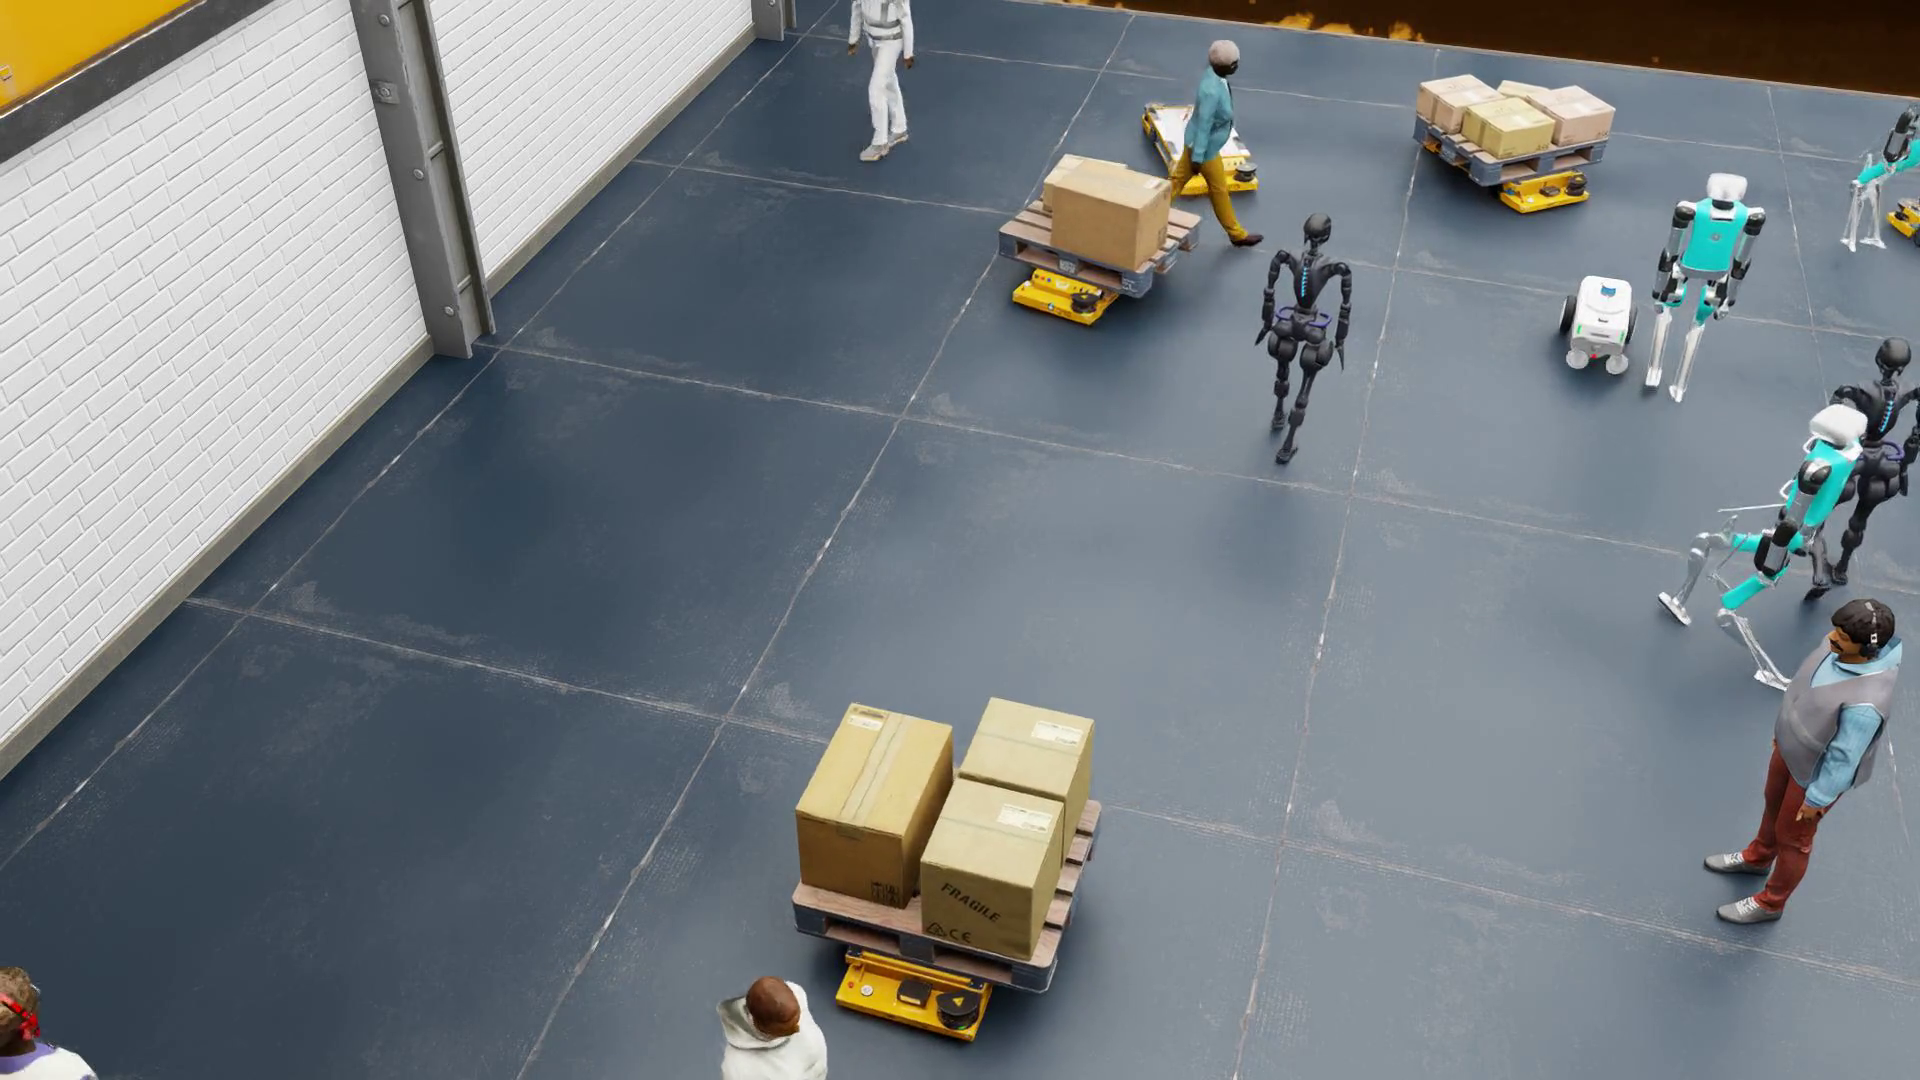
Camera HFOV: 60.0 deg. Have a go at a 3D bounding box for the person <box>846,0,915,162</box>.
[{"bbox_3d":[-0.715,-4.102,13.834,0.748,1.857,0.570,-24,45,-27],"label":"person"}]

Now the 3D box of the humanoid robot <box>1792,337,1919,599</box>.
[{"bbox_3d":[5.079,-0.364,9.337,0.601,1.639,0.538,5,39,6],"label":"humanoid robot"}]

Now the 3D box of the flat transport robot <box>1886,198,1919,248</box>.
[{"bbox_3d":[7.894,-2.240,12.791,0.659,0.231,1.431,-9,40,-11],"label":"flat transport robot"}]

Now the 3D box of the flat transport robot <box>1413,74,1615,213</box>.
[{"bbox_3d":[4.561,-3.171,13.948,0.659,0.231,1.431,-14,41,-17],"label":"flat transport robot"}]

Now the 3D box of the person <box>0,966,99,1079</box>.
[{"bbox_3d":[-3.251,2.211,6.029,0.568,1.808,0.938,8,39,10],"label":"person"}]

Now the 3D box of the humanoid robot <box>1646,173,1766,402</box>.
[{"bbox_3d":[4.812,-1.703,10.953,0.550,1.753,0.821,10,40,12],"label":"humanoid robot"}]

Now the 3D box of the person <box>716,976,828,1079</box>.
[{"bbox_3d":[-0.673,2.131,6.171,0.426,1.750,0.539,20,43,23],"label":"person"}]

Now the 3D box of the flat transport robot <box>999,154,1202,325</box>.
[{"bbox_3d":[1.042,-2.101,12.618,0.659,0.231,1.431,22,44,25],"label":"flat transport robot"}]

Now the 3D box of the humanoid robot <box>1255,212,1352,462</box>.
[{"bbox_3d":[2.173,-1.321,10.527,0.601,1.640,0.602,18,42,21],"label":"humanoid robot"}]

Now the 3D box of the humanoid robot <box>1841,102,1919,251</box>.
[{"bbox_3d":[7.122,-3.017,12.584,0.549,1.780,0.666,-11,40,-13],"label":"humanoid robot"}]

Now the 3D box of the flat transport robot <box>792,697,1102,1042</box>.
[{"bbox_3d":[-0.035,1.680,7.914,0.659,0.231,1.431,11,40,14],"label":"flat transport robot"}]

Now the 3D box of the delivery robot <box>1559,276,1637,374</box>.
[{"bbox_3d":[4.519,-1.552,11.700,0.524,0.586,0.754,13,41,15],"label":"delivery robot"}]

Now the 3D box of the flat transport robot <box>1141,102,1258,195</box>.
[{"bbox_3d":[2.029,-3.362,14.186,0.659,0.231,1.431,-5,39,-7],"label":"flat transport robot"}]

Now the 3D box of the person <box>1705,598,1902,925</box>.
[{"bbox_3d":[3.844,0.998,7.486,0.415,1.873,0.534,4,39,5],"label":"person"}]

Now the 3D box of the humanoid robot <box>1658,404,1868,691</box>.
[{"bbox_3d":[4.275,-0.044,8.966,0.565,1.789,1.085,-30,48,-32],"label":"humanoid robot"}]

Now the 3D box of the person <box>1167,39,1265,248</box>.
[{"bbox_3d":[1.892,-2.999,12.595,0.955,1.696,0.624,4,39,5],"label":"person"}]
